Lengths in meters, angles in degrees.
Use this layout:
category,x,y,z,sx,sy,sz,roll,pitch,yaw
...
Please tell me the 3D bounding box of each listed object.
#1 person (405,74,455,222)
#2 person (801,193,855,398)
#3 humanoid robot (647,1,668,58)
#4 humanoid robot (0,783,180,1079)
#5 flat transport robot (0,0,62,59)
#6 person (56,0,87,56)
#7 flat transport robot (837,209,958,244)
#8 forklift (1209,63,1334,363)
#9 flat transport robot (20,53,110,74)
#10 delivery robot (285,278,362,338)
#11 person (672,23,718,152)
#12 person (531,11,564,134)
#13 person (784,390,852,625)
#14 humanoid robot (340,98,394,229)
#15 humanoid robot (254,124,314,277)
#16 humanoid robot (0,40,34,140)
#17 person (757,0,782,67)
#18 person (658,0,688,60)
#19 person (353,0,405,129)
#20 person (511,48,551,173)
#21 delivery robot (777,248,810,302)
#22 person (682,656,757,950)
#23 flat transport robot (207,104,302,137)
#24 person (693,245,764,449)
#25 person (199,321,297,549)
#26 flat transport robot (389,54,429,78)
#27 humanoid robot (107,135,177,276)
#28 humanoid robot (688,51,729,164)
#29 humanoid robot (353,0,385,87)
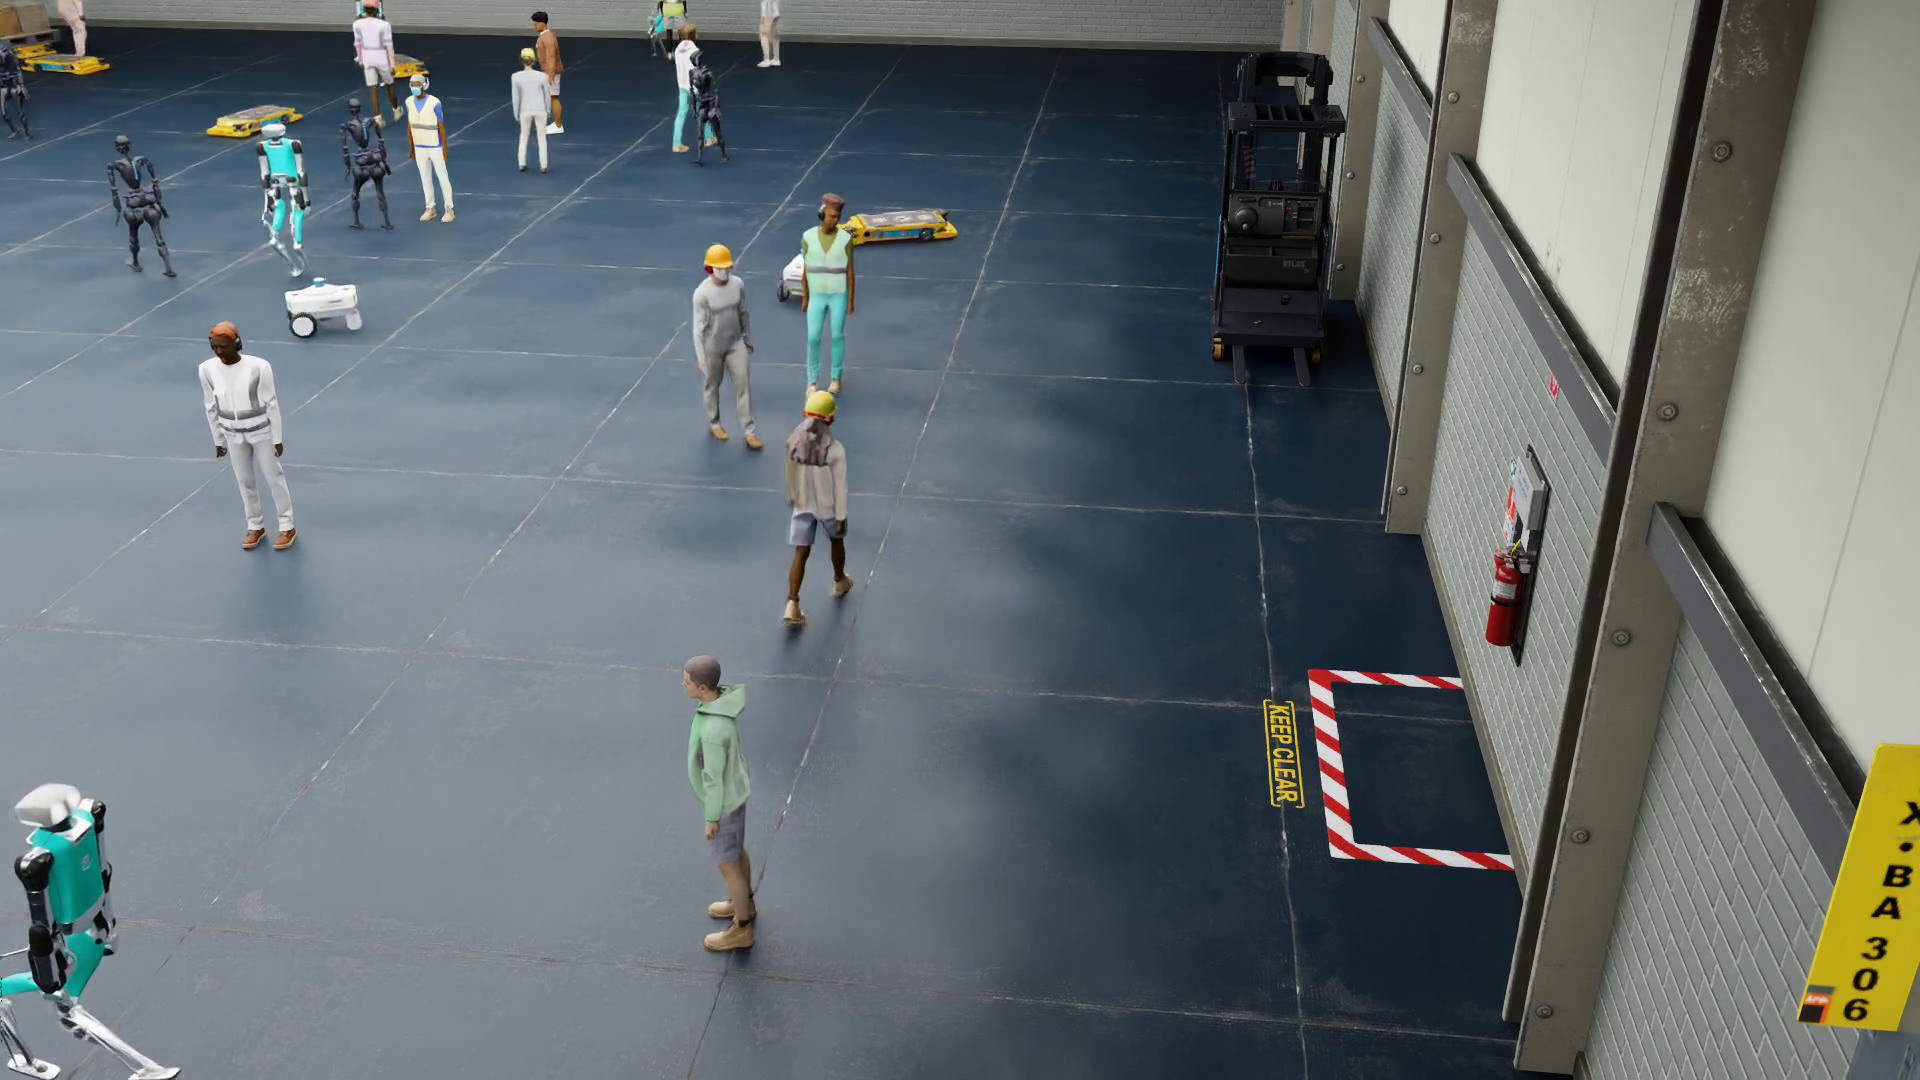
category,x,y,z,sx,sy,sz,roll,pitch,yaw
person,-6.838,-5.052,21.424,0.519,1.886,0.392,5,27,10
person,-1.271,-2.294,15.839,0.526,1.953,0.670,0,27,-1
humanoid robot,-5.671,-9.984,31.485,0.761,1.835,0.546,-22,34,-37
humanoid robot,-4.304,1.892,7.765,1.032,1.748,0.541,3,27,6
flat transport robot,-18.154,-9.465,32.034,1.431,0.231,0.659,16,31,28
person,-16.587,-9.849,31.027,0.678,1.884,0.487,14,30,26
flat transport robot,-0.800,-3.955,21.035,1.431,0.231,0.659,-6,27,-12
forklift,3.241,-3.477,17.183,1.129,2.768,1.873,3,27,6
flat transport robot,-16.488,-8.758,30.622,1.431,0.231,0.659,8,28,16
delivery robot,-6.844,-2.495,17.819,0.812,0.611,0.499,-10,28,-20
person,-4.034,-6.776,24.884,0.506,1.868,0.986,15,30,27
person,-6.397,-7.304,25.966,0.418,1.843,0.789,-10,28,-20
person,-1.056,-0.252,12.021,0.519,1.719,0.895,7,28,14
humanoid robot,-7.532,-4.766,21.083,0.457,1.637,0.617,24,35,39
humanoid robot,-7.807,-3.822,19.156,0.558,1.794,0.800,-1,27,-1
humanoid robot,-14.538,-6.950,25.448,0.588,1.644,0.358,0,27,0
person,-3.501,-9.705,30.740,0.464,1.868,0.512,18,32,31
person,-5.397,-9.927,31.360,0.539,1.695,0.317,-1,27,-2
person,-9.225,-7.604,26.387,0.628,1.994,1.003,-1,27,-2
person,-6.081,-6.096,23.654,0.536,1.747,0.359,-5,27,-10
delivery robot,-1.743,-2.989,18.803,0.499,0.610,0.788,6,27,12
person,-1.253,1.375,8.763,0.317,1.736,0.478,-2,27,-4
flat transport robot,-11.210,-6.665,26.444,0.659,0.231,1.431,9,28,17
person,-2.056,-1.701,14.745,0.623,1.866,0.859,-17,31,-30
person,-5.553,-0.813,12.975,0.565,1.879,0.351,0,27,-1
flat transport robot,-10.337,-8.690,30.486,0.659,0.231,1.431,-19,32,-33
humanoid robot,-9.583,-3.901,19.402,0.778,1.618,0.606,20,33,35
humanoid robot,-3.671,-6.257,24.086,0.613,1.629,0.693,19,32,32
humanoid robot,-10.385,-8.828,29.096,0.532,1.769,0.733,6,27,11
